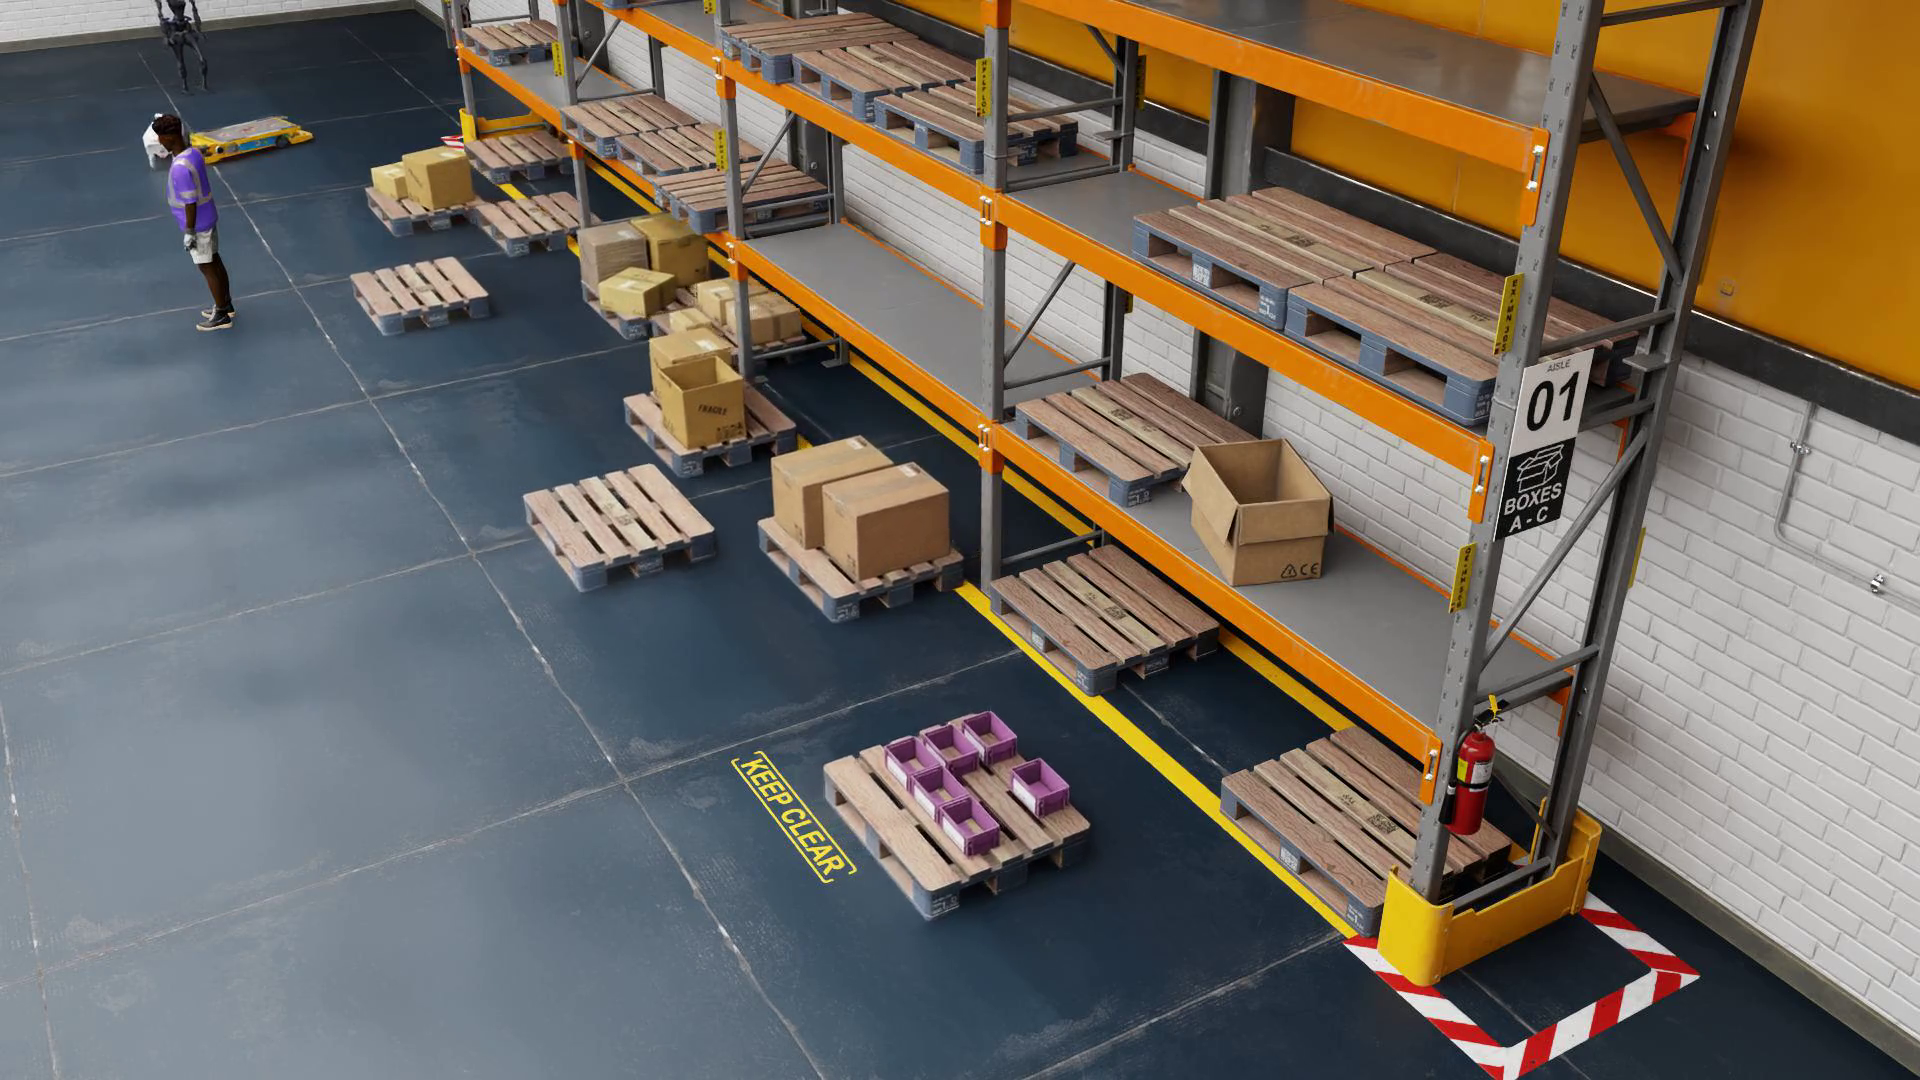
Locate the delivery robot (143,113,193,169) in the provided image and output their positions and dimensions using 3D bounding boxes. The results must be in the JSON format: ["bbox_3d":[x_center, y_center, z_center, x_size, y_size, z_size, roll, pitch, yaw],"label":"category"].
[{"bbox_3d":[-9.430,-4.769,19.729,0.499,0.563,0.738,-7,30,-12],"label":"delivery robot"}]

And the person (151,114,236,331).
[{"bbox_3d":[-6.883,-2.860,14.969,0.377,1.958,0.602,-5,30,-9],"label":"person"}]

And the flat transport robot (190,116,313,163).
[{"bbox_3d":[-8.706,-4.867,20.224,0.659,0.231,1.431,24,37,36],"label":"flat transport robot"}]

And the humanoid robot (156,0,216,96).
[{"bbox_3d":[-10.325,-6.746,22.115,0.569,1.643,0.608,21,36,32],"label":"humanoid robot"}]
